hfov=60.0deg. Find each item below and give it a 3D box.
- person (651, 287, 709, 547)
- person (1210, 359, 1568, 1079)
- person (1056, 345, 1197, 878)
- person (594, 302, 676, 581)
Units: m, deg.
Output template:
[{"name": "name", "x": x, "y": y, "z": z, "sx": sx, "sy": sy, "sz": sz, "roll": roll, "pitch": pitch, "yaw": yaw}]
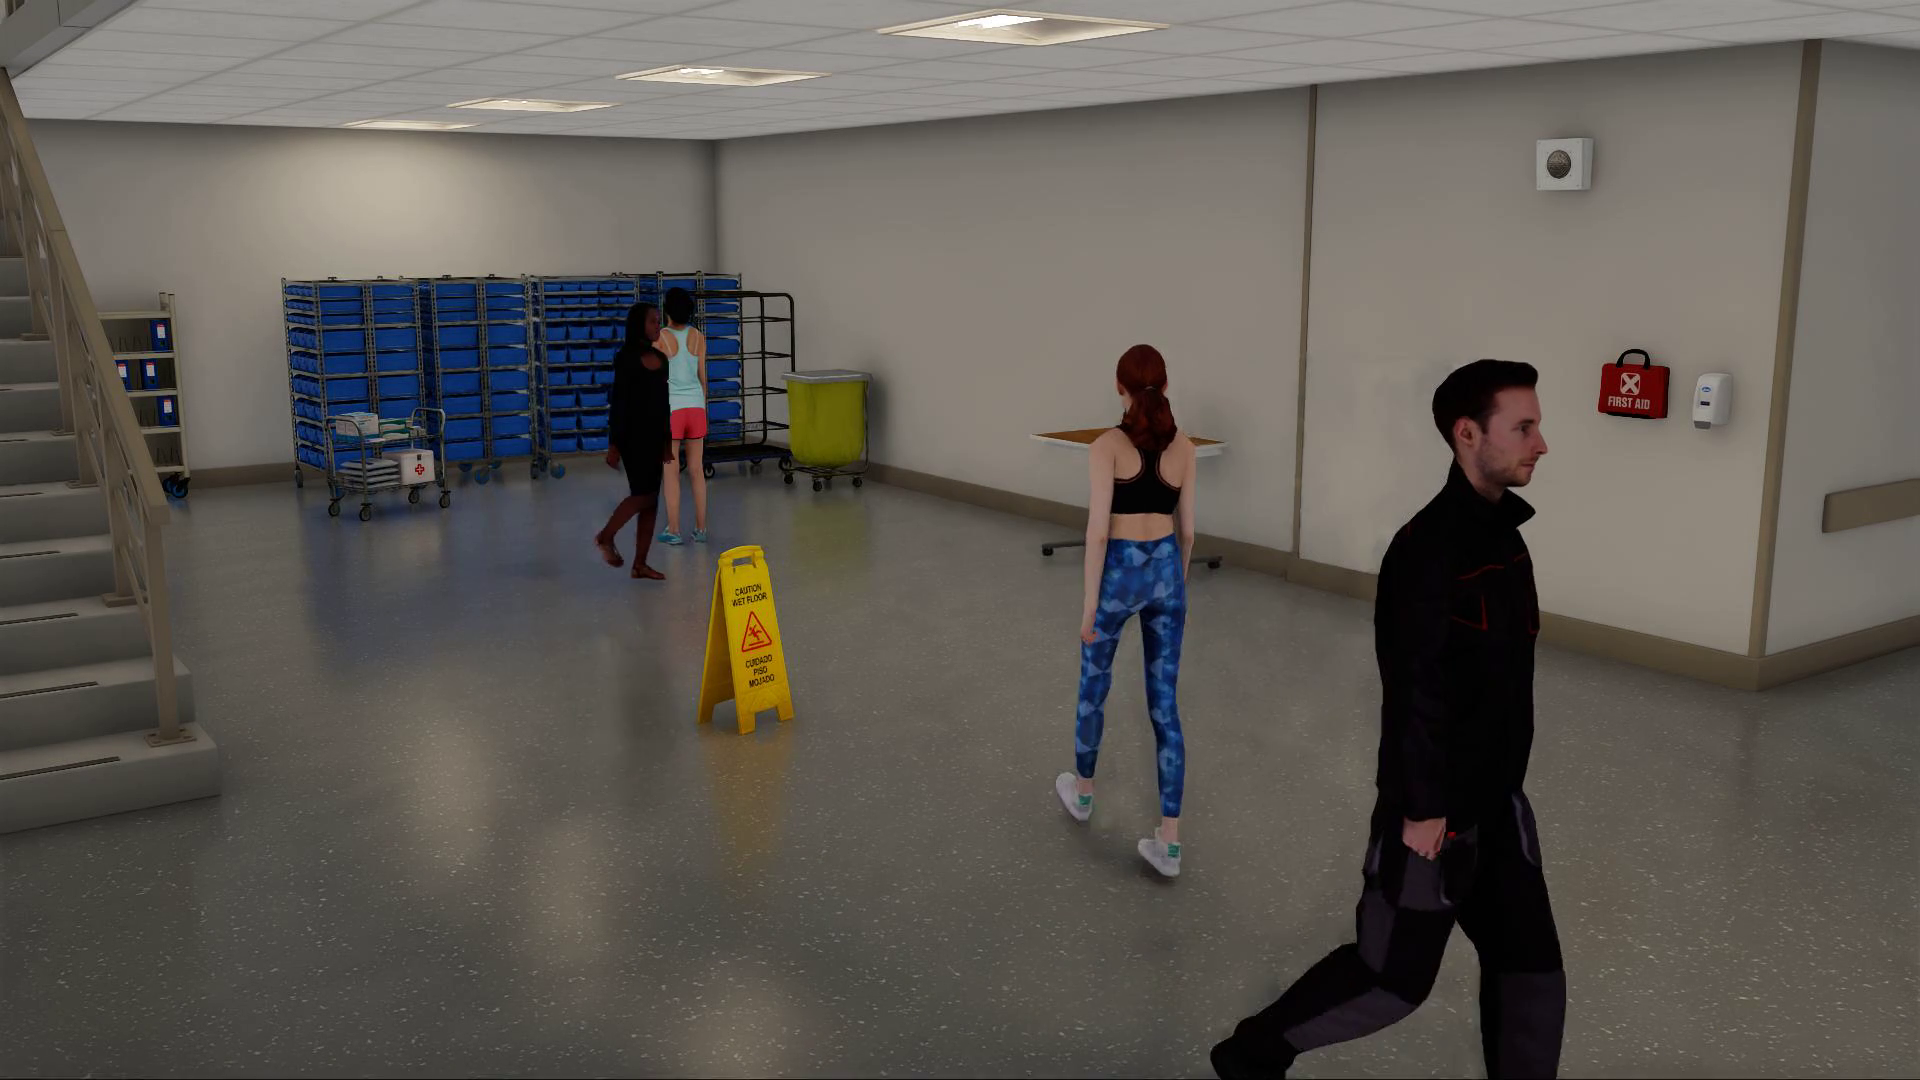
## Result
[{"name": "person", "x": -1.925, "y": -0.856, "z": 11.449, "sx": 0.586, "sy": 1.765, "sz": 0.592, "roll": -6, "pitch": 13, "yaw": -31}, {"name": "person", "x": 1.000, "y": 0.563, "z": 3.660, "sx": 1.277, "sy": 1.880, "sz": 0.942, "roll": 8, "pitch": 13, "yaw": 37}, {"name": "person", "x": 0.630, "y": 0.260, "z": 5.605, "sx": 0.861, "sy": 1.752, "sz": 1.128, "roll": -3, "pitch": 11, "yaw": -15}, {"name": "person", "x": -2.029, "y": -0.580, "z": 10.172, "sx": 0.866, "sy": 1.699, "sz": 0.809, "roll": 5, "pitch": 12, "yaw": 24}]
